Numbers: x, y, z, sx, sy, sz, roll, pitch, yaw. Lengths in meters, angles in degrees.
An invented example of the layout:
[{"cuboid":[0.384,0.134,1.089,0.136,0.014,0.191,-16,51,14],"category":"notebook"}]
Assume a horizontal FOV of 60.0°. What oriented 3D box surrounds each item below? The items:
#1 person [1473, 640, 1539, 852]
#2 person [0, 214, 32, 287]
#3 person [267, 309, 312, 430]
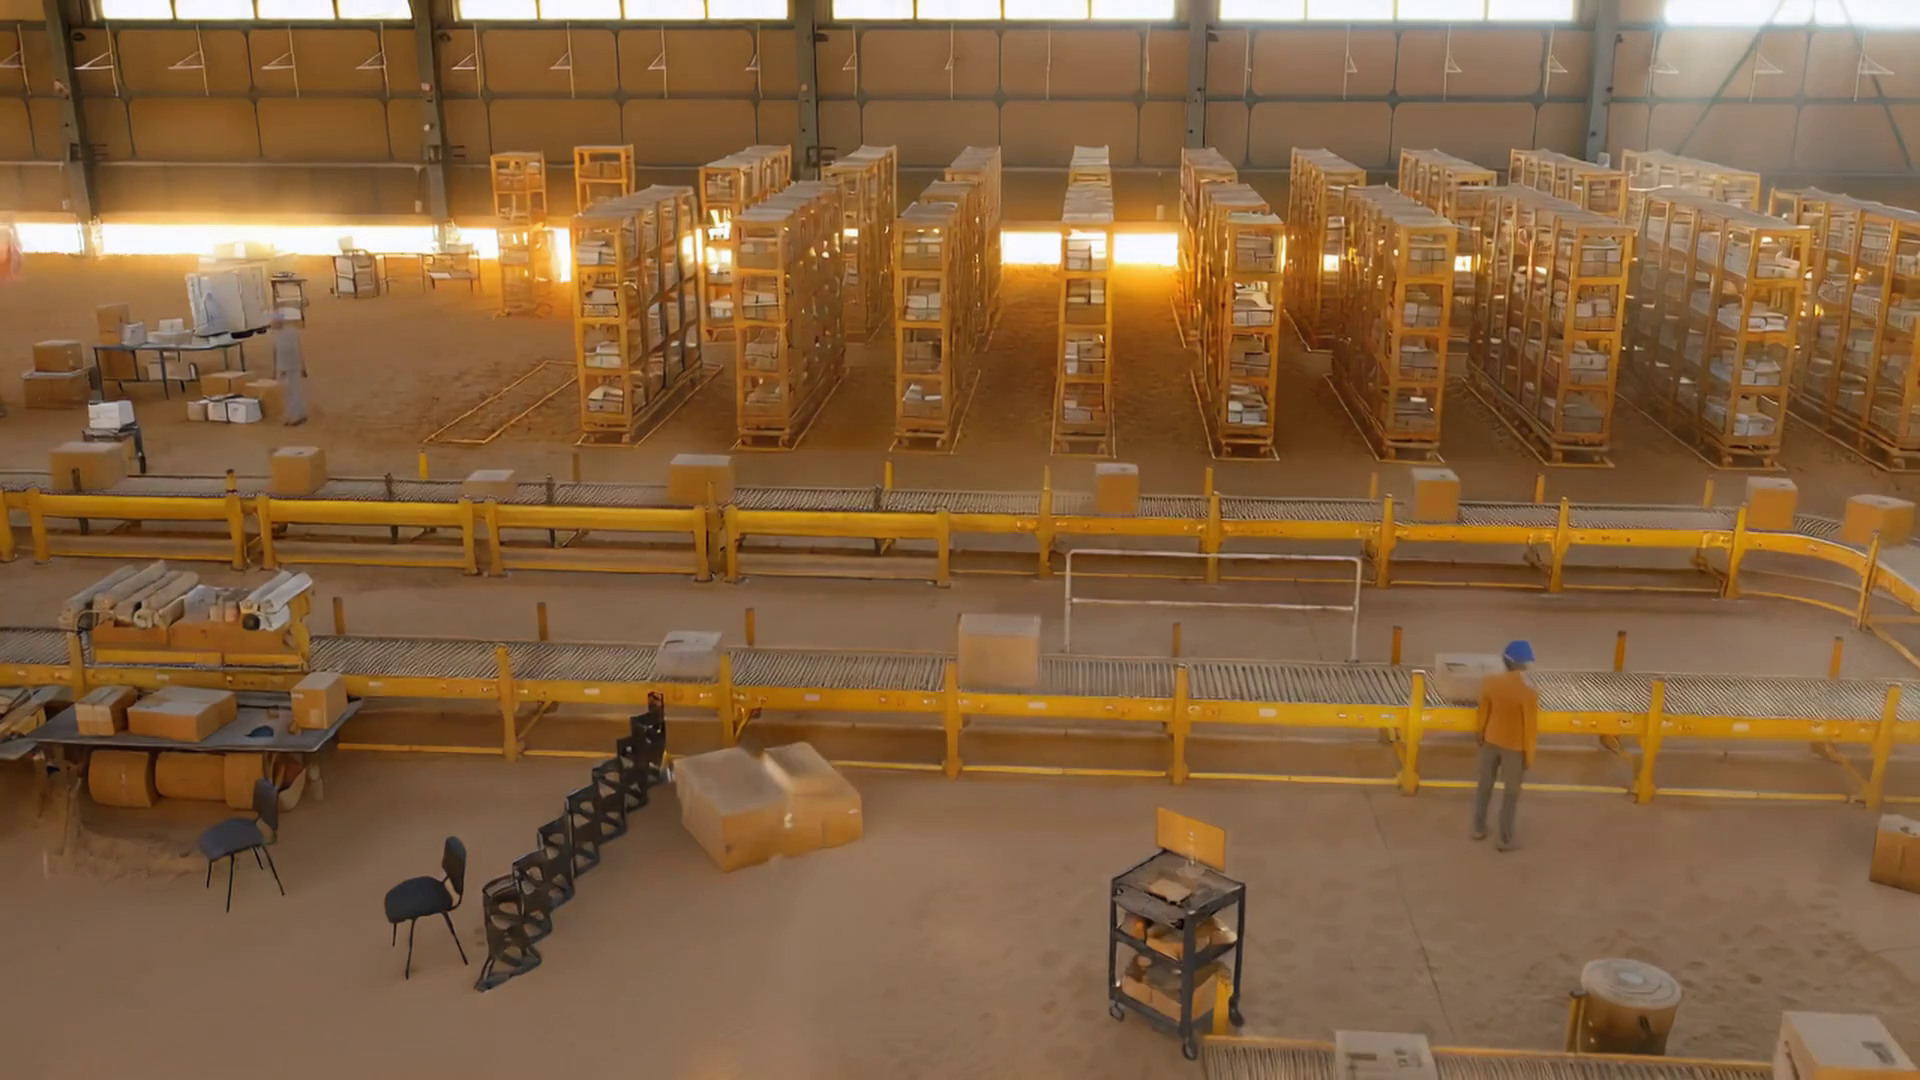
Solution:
[{"cuboid":[4.431,1.646,13.451,0.329,1.765,0.533,-13,22,-36],"category":"person"},{"cuboid":[-23.580,-7.238,41.558,0.699,1.821,0.630,-6,19,-19],"category":"person"},{"cuboid":[-11.081,-2.793,27.223,0.630,1.951,0.880,11,21,32],"category":"person"}]
